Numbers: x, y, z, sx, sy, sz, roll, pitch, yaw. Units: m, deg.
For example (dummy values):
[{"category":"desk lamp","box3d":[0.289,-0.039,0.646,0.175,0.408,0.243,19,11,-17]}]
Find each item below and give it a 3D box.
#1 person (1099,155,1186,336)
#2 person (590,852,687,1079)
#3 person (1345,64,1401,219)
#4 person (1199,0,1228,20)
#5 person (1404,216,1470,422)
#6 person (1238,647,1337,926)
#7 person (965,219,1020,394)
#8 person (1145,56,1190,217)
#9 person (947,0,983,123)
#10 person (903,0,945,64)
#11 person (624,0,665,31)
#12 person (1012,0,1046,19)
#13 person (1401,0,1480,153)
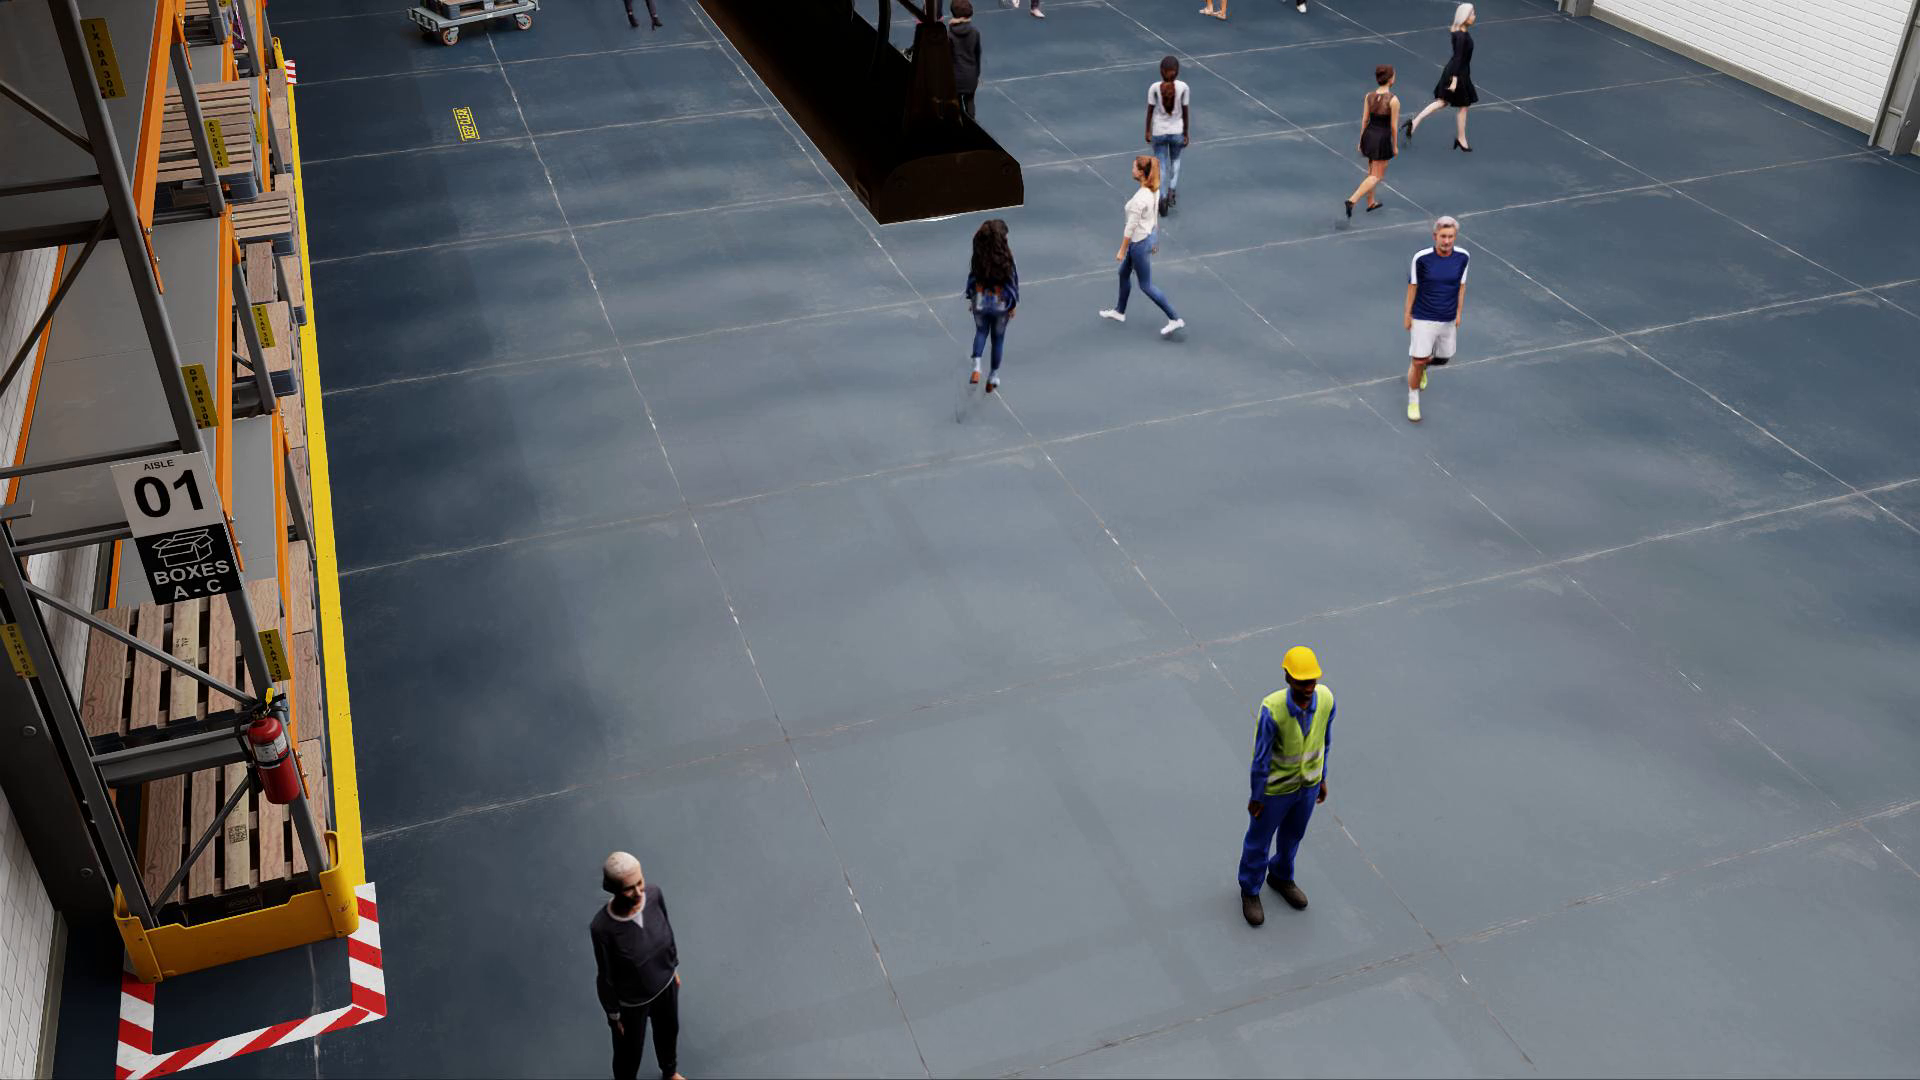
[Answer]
[{"category":"person","box3d":[1.762,-2.687,15.389,1.118,1.689,1.097,12,35,17]},{"category":"person","box3d":[-1.557,2.148,8.080,0.685,1.726,0.678,25,41,32]},{"category":"person","box3d":[4.386,-4.203,17.701,0.795,1.654,0.962,-23,40,-30]},{"category":"person","box3d":[3.788,-8.334,23.897,0.674,1.674,0.732,-21,39,-28]},{"category":"person","box3d":[4.005,-1.935,14.133,0.805,1.826,0.980,-1,34,-1]},{"category":"person","box3d":[1.818,1.334,9.226,0.668,1.813,0.567,-13,36,-18]},{"category":"person","box3d":[0.249,-1.992,14.410,0.781,1.614,0.836,10,35,14]},{"category":"person","box3d":[2.230,-4.300,17.793,0.724,1.713,0.753,1,34,1]},{"category":"person","box3d":[0.060,-5.395,19.387,0.632,1.772,0.631,-12,35,-17]},{"category":"person","box3d":[-0.434,-6.887,21.844,0.973,1.536,0.873,17,37,24]},{"category":"person","box3d":[-4.646,-8.080,23.480,0.846,1.712,1.147,-23,40,-31]},{"category":"person","box3d":[1.013,-8.507,24.034,0.816,1.811,0.969,-21,39,-28]},{"category":"person","box3d":[5.689,-5.369,19.398,0.998,1.716,1.099,6,34,9]}]
